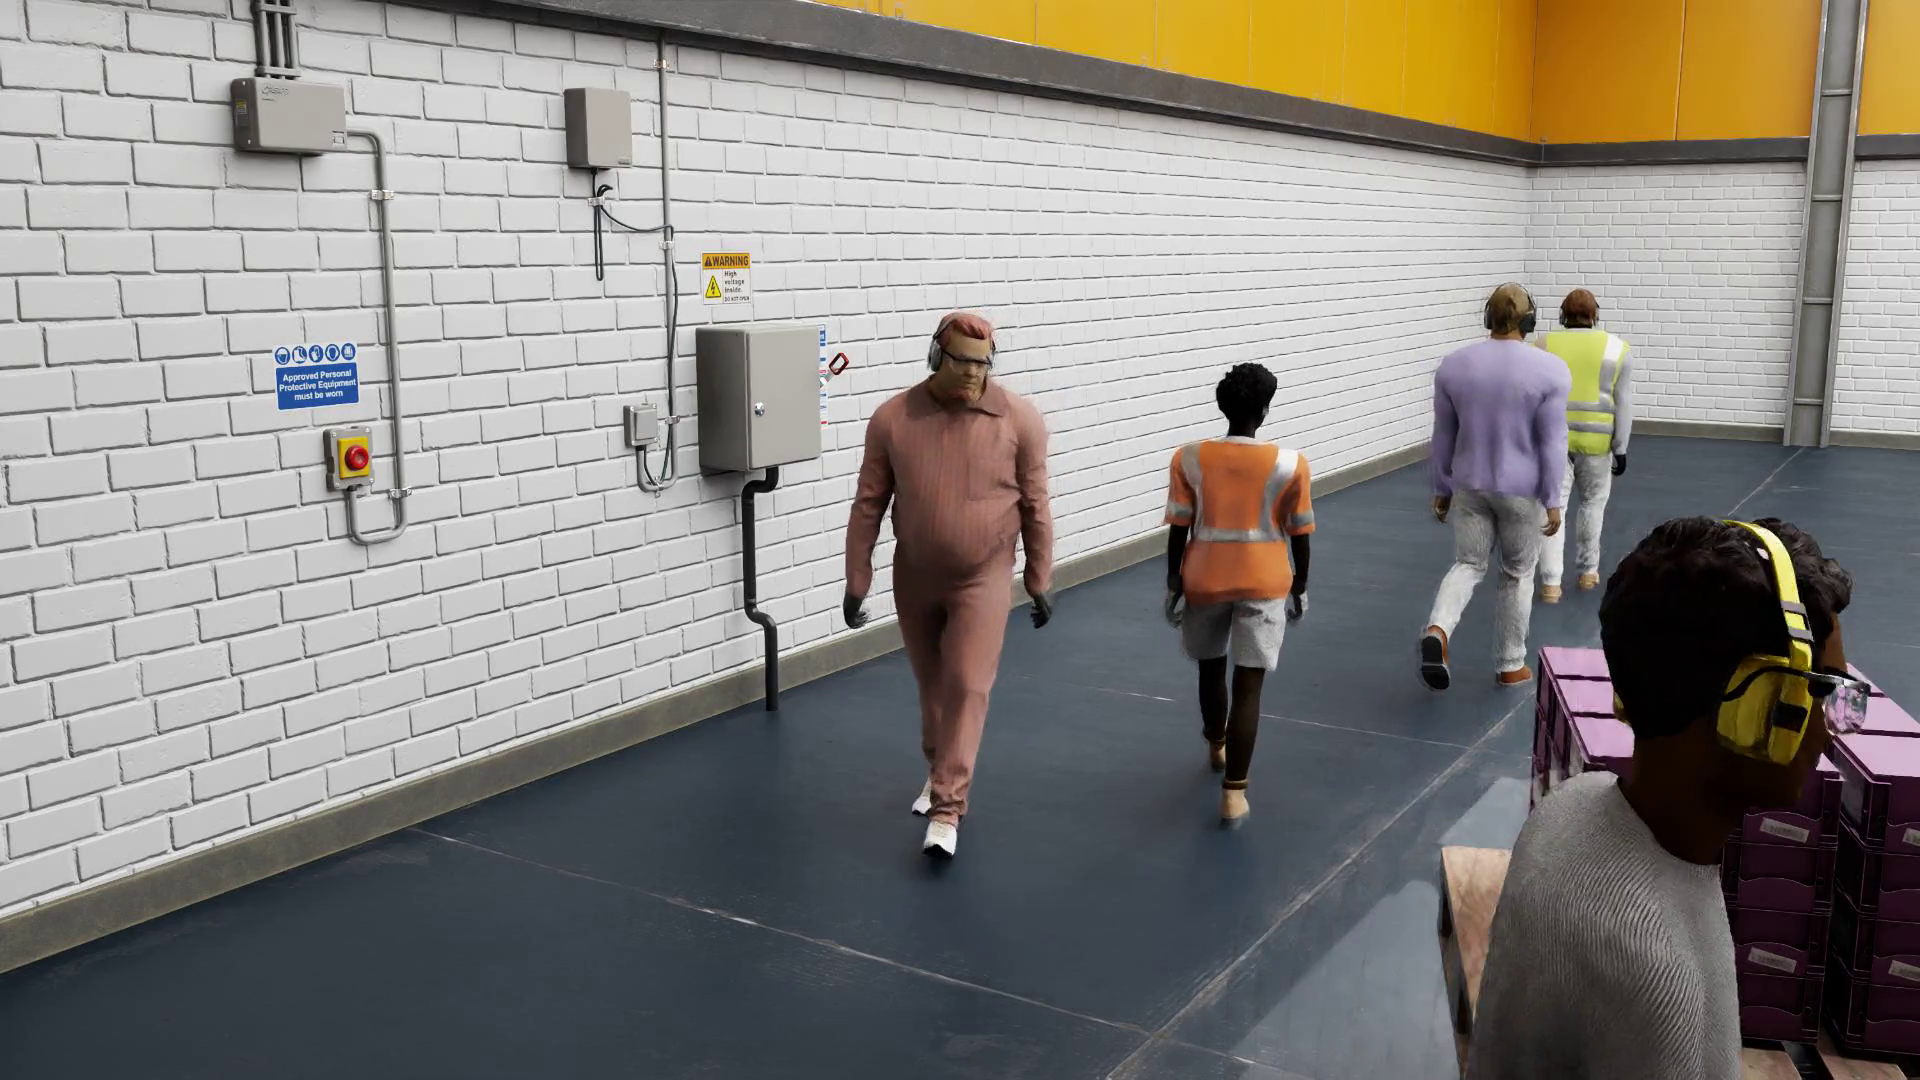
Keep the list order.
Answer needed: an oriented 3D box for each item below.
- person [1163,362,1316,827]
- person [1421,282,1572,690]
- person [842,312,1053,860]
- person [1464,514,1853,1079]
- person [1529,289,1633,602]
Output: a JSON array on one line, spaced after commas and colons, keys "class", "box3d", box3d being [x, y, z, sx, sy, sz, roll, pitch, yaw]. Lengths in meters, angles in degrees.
[{"class": "person", "box3d": [1.053, 0.167, 6.211, 0.540, 1.646, 0.869, 4, 11, 20]}, {"class": "person", "box3d": [2.434, -0.217, 7.644, 0.635, 1.921, 0.740, 8, 13, 39]}, {"class": "person", "box3d": [-0.065, 0.152, 5.744, 0.695, 1.843, 0.994, 3, 11, 15]}, {"class": "person", "box3d": [0.698, 0.902, 1.634, 0.737, 1.835, 0.612, 4, 11, 23]}, {"class": "person", "box3d": [3.631, -0.573, 9.879, 0.660, 1.806, 0.839, 4, 11, 22]}]
